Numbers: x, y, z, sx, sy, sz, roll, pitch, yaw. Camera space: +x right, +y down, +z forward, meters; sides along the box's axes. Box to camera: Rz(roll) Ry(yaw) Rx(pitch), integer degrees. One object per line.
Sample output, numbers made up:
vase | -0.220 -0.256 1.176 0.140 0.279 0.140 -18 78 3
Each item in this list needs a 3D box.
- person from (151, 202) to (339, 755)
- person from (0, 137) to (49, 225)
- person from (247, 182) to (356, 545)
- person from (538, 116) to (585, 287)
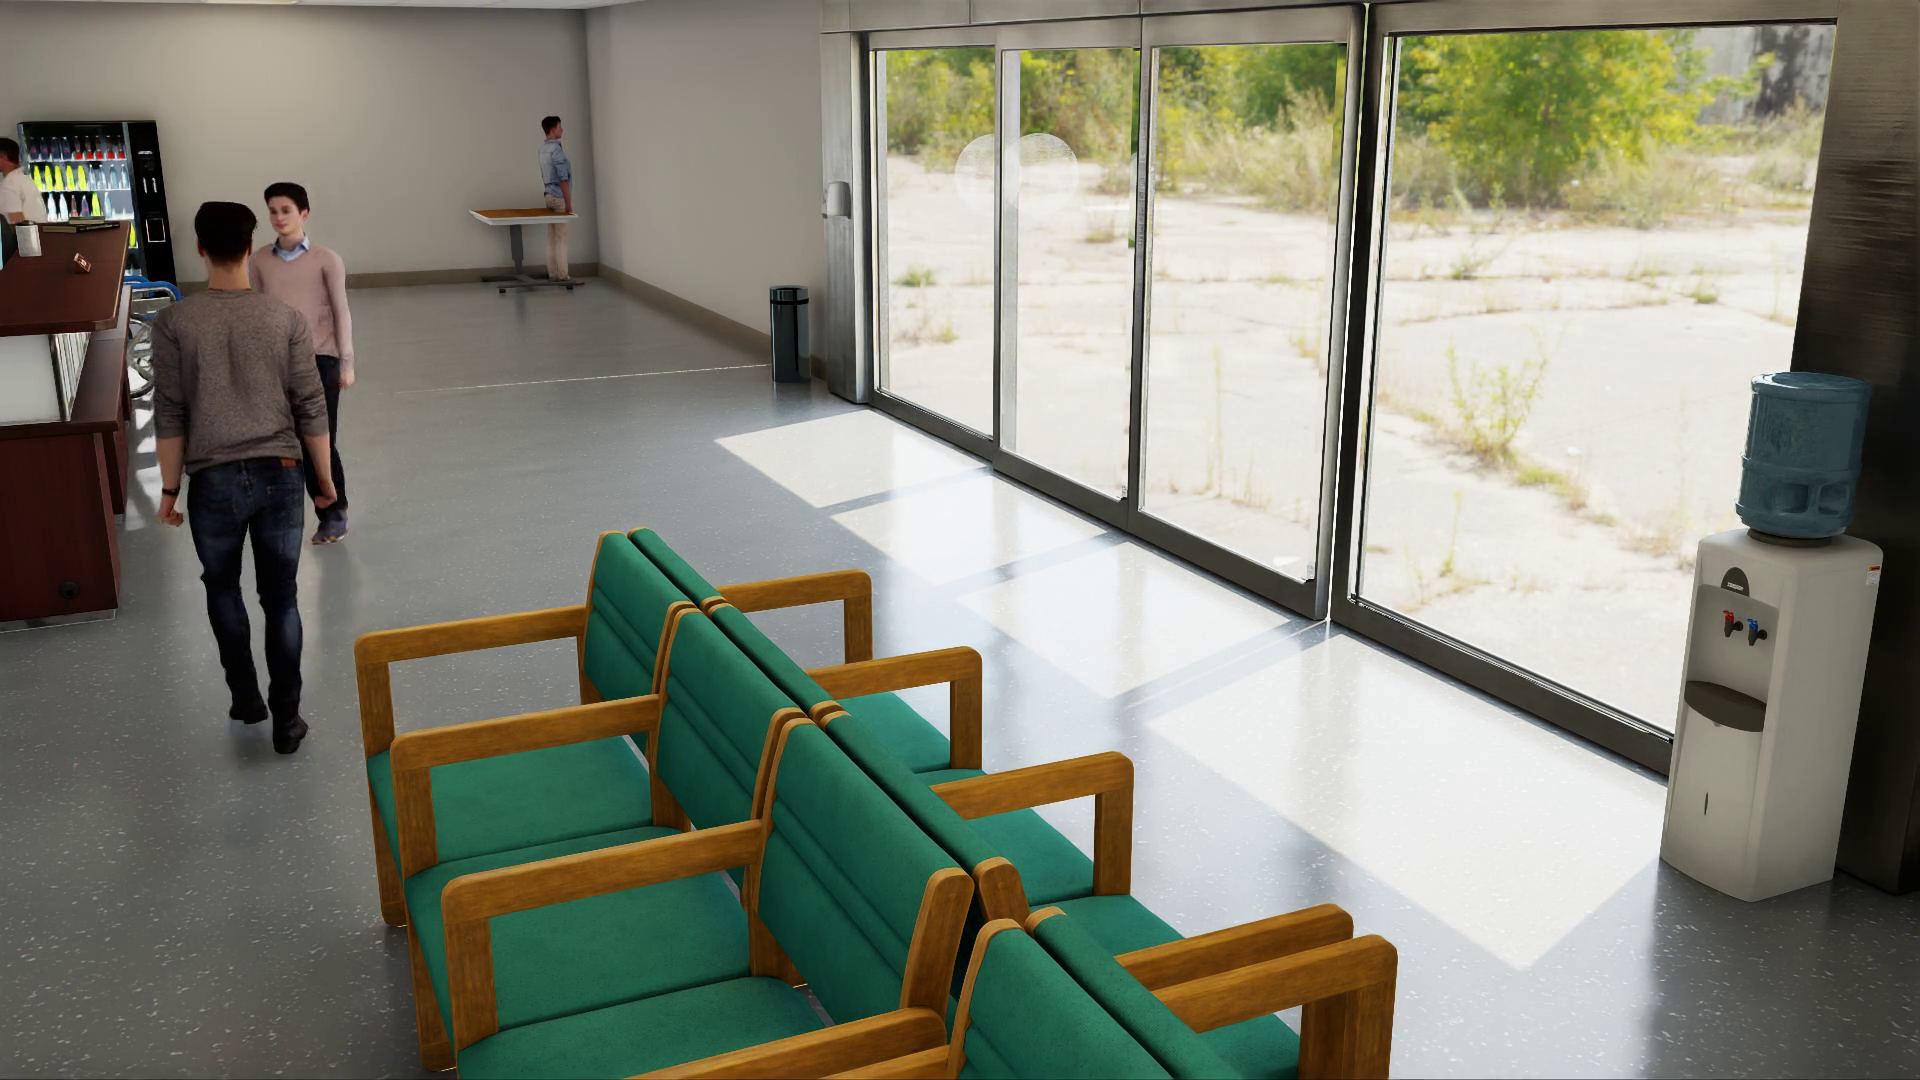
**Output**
person | -2.422 -0.167 5.642 0.657 1.888 0.795 -6 17 -21
person | -7.152 -2.200 13.014 1.308 1.799 1.011 0 16 1
person | -3.251 -0.871 8.310 0.672 1.795 0.784 0 16 -1
person | -4.497 -3.785 18.551 0.627 1.848 0.692 -12 20 -36
